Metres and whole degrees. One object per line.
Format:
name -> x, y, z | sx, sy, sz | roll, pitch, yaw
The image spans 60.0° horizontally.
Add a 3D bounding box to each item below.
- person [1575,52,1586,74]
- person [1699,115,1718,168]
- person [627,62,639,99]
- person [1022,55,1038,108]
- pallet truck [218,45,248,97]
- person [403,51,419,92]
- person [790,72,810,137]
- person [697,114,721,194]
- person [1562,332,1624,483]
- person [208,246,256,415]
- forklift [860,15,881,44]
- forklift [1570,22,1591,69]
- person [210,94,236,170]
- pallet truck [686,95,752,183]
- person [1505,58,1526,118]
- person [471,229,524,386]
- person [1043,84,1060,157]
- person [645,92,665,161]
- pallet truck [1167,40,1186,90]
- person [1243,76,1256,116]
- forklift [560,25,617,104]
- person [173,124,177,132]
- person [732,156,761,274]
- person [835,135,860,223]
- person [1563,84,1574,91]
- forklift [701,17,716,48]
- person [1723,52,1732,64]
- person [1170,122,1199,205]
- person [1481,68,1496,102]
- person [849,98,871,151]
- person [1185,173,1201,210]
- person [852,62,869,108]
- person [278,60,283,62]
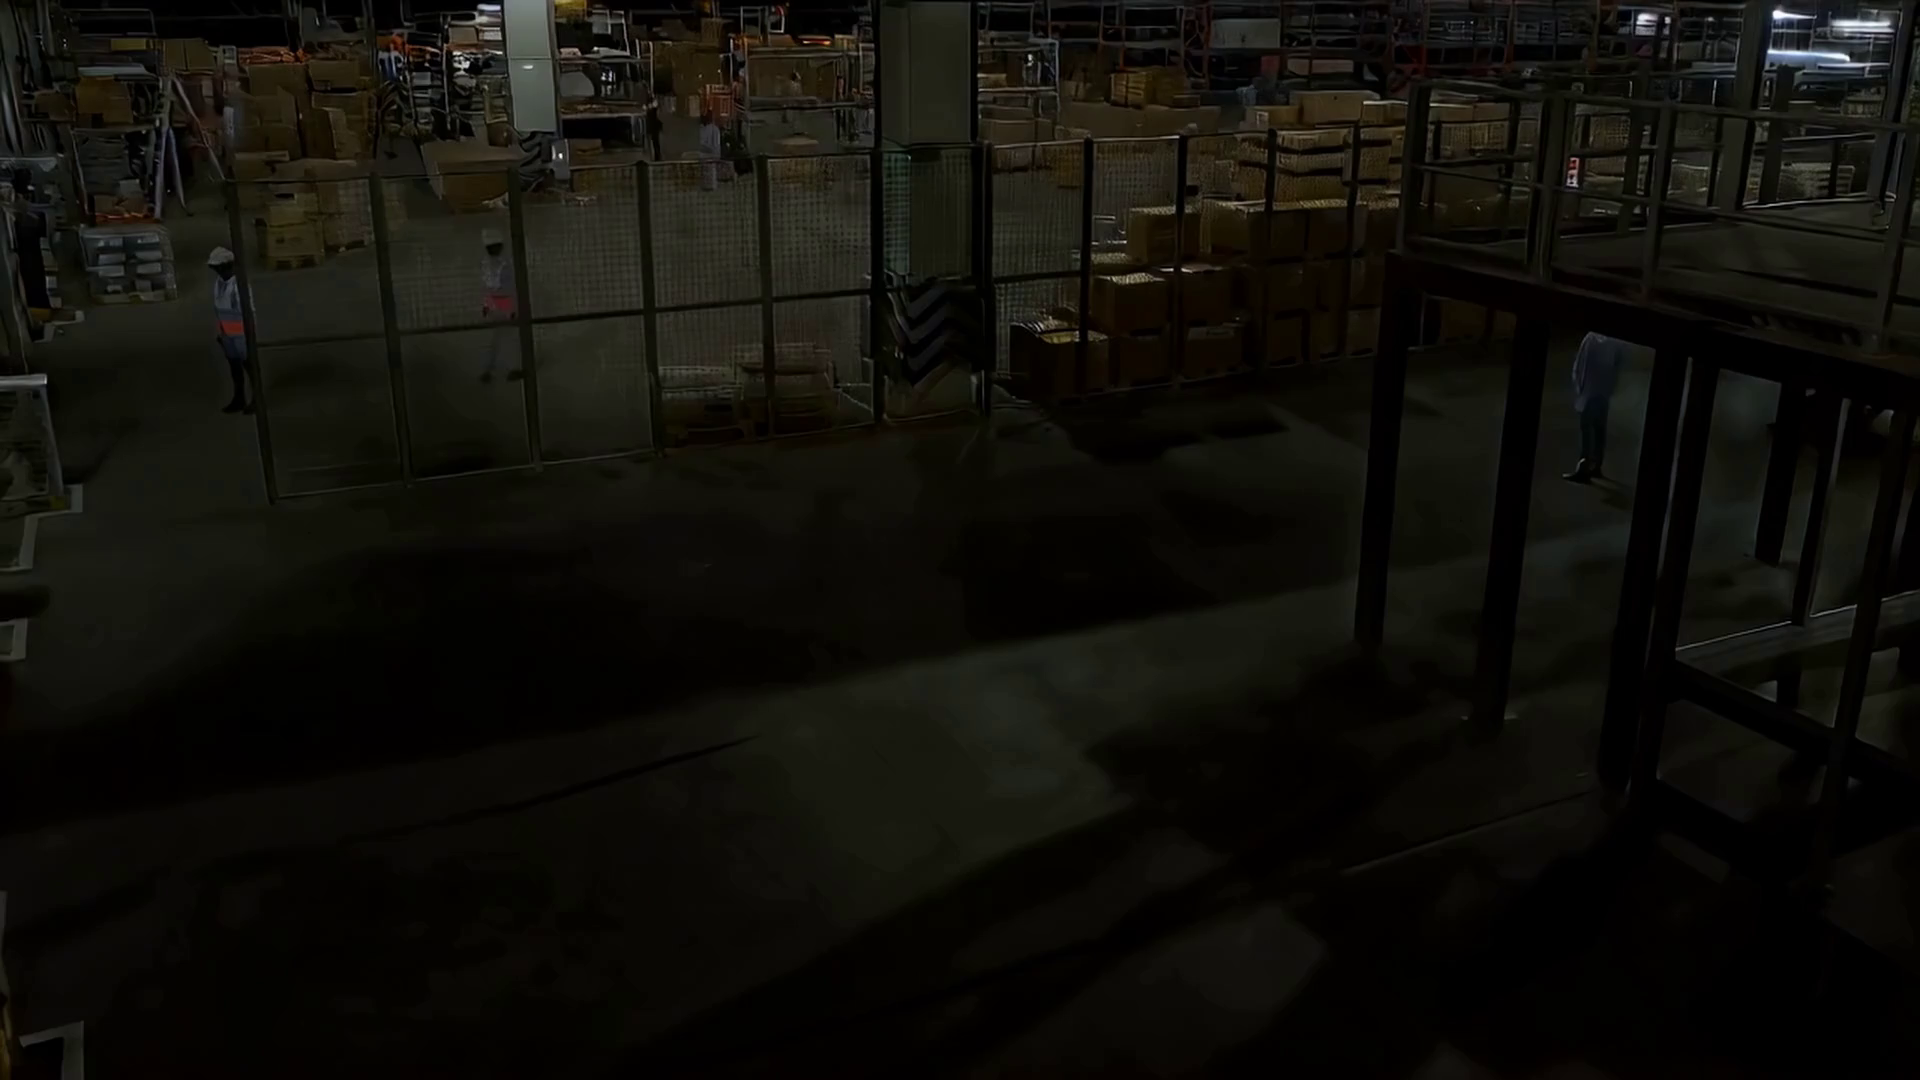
person -> 24.701, -18.516, 66.131 | 0.531, 1.697, 0.320 | 13, 23, 33
person -> 16.693, -8.574, 36.877 | 1.064, 1.983, 0.636 | 10, 21, 26
person -> -11.649, -16.393, 59.626 | 0.543, 1.926, 0.585 | -10, 21, -27
person -> 2.525, -16.570, 60.164 | 0.599, 1.920, 0.995 | 2, 19, 6
pallet truck -> -28.879, -18.665, 66.111 | 0.823, 1.965, 1.885 | -3, 19, -9
person -> -22.658, -19.336, 68.288 | 0.691, 1.850, 0.342 | -1, 19, -3
person -> -4.801, -13.128, 50.162 | 0.672, 1.923, 0.661 | -1, 19, -2
person -> -5.732, -8.737, 37.653 | 0.699, 1.788, 0.822 | 7, 20, 20
person -> 6.302, -1.490, 16.560 | 0.429, 1.839, 0.634 | 17, 25, 40
person -> -8.308, -2.392, 19.028 | 0.543, 1.938, 0.356 | 9, 21, 24
forklift -> -4.074, -22.580, 76.124 | 1.129, 2.768, 1.873 | -9, 21, -25
forklift -> 24.650, -19.207, 66.349 | 1.873, 2.768, 1.129 | -9, 21, -25
person -> -18.584, -10.312, 41.991 | 0.552, 1.932, 0.377 | -10, 21, -26
pallet truck -> -5.836, -9.608, 39.856 | 0.823, 1.965, 1.885 | 10, 22, 27
person -> 18.584, -15.136, 55.815 | 0.673, 2.000, 0.536 | 1, 19, 4
person -> -5.674, -2.811, 20.266 | 0.639, 1.914, 0.882 | 7, 20, 19
person -> 2.490, -11.378, 45.113 | 0.395, 1.919, 0.581 | -17, 25, -40
person -> -7.990, -10.730, 43.353 | 0.552, 1.826, 0.570 | 10, 21, 27
pallet truck -> 9.045, -19.971, 69.895 | 0.823, 1.965, 1.885 | -3, 19, -8
person -> 9.012, -13.611, 51.910 | 0.317, 1.697, 0.540 | 17, 25, 40
forklift -> -14.056, -17.891, 62.534 | 1.873, 2.768, 1.129 | -9, 21, -25
person -> -24.521, -13.463, 51.583 | 0.515, 1.634, 0.314 | 13, 23, 33
person -> -3.535, -5.437, 27.854 | 0.355, 1.938, 0.634 | 18, 26, 41
person -> -2.269, -7.295, 33.582 | 0.491, 1.717, 0.768 | 2, 19, 6
person -> 18.314, -13.230, 50.588 | 0.546, 1.837, 0.782 | -1, 19, -4
forklift -> -10.921, -21.323, 72.480 | 1.873, 2.768, 1.129 | -9, 21, -25
person -> 31.343, -19.089, 67.923 | 0.509, 1.609, 0.680 | -9, 21, -25
person -> 4.919, -8.167, 36.044 | 0.535, 1.749, 0.646 | -15, 24, -36
person -> 16.484, -13.760, 51.980 | 0.360, 1.939, 0.543 | 13, 23, 33
person -> -2.628, -10.691, 43.487 | 0.603, 1.674, 0.409 | 3, 19, 9
person -> 3.504, -4.688, 25.698 | 0.365, 1.928, 0.586 | 5, 20, 13
person -> -3.325, -15.124, 55.996 | 0.609, 1.898, 0.644 | 8, 21, 22
person -> -22.857, -15.228, 56.236 | 0.630, 1.940, 0.372 | -8, 21, -23
